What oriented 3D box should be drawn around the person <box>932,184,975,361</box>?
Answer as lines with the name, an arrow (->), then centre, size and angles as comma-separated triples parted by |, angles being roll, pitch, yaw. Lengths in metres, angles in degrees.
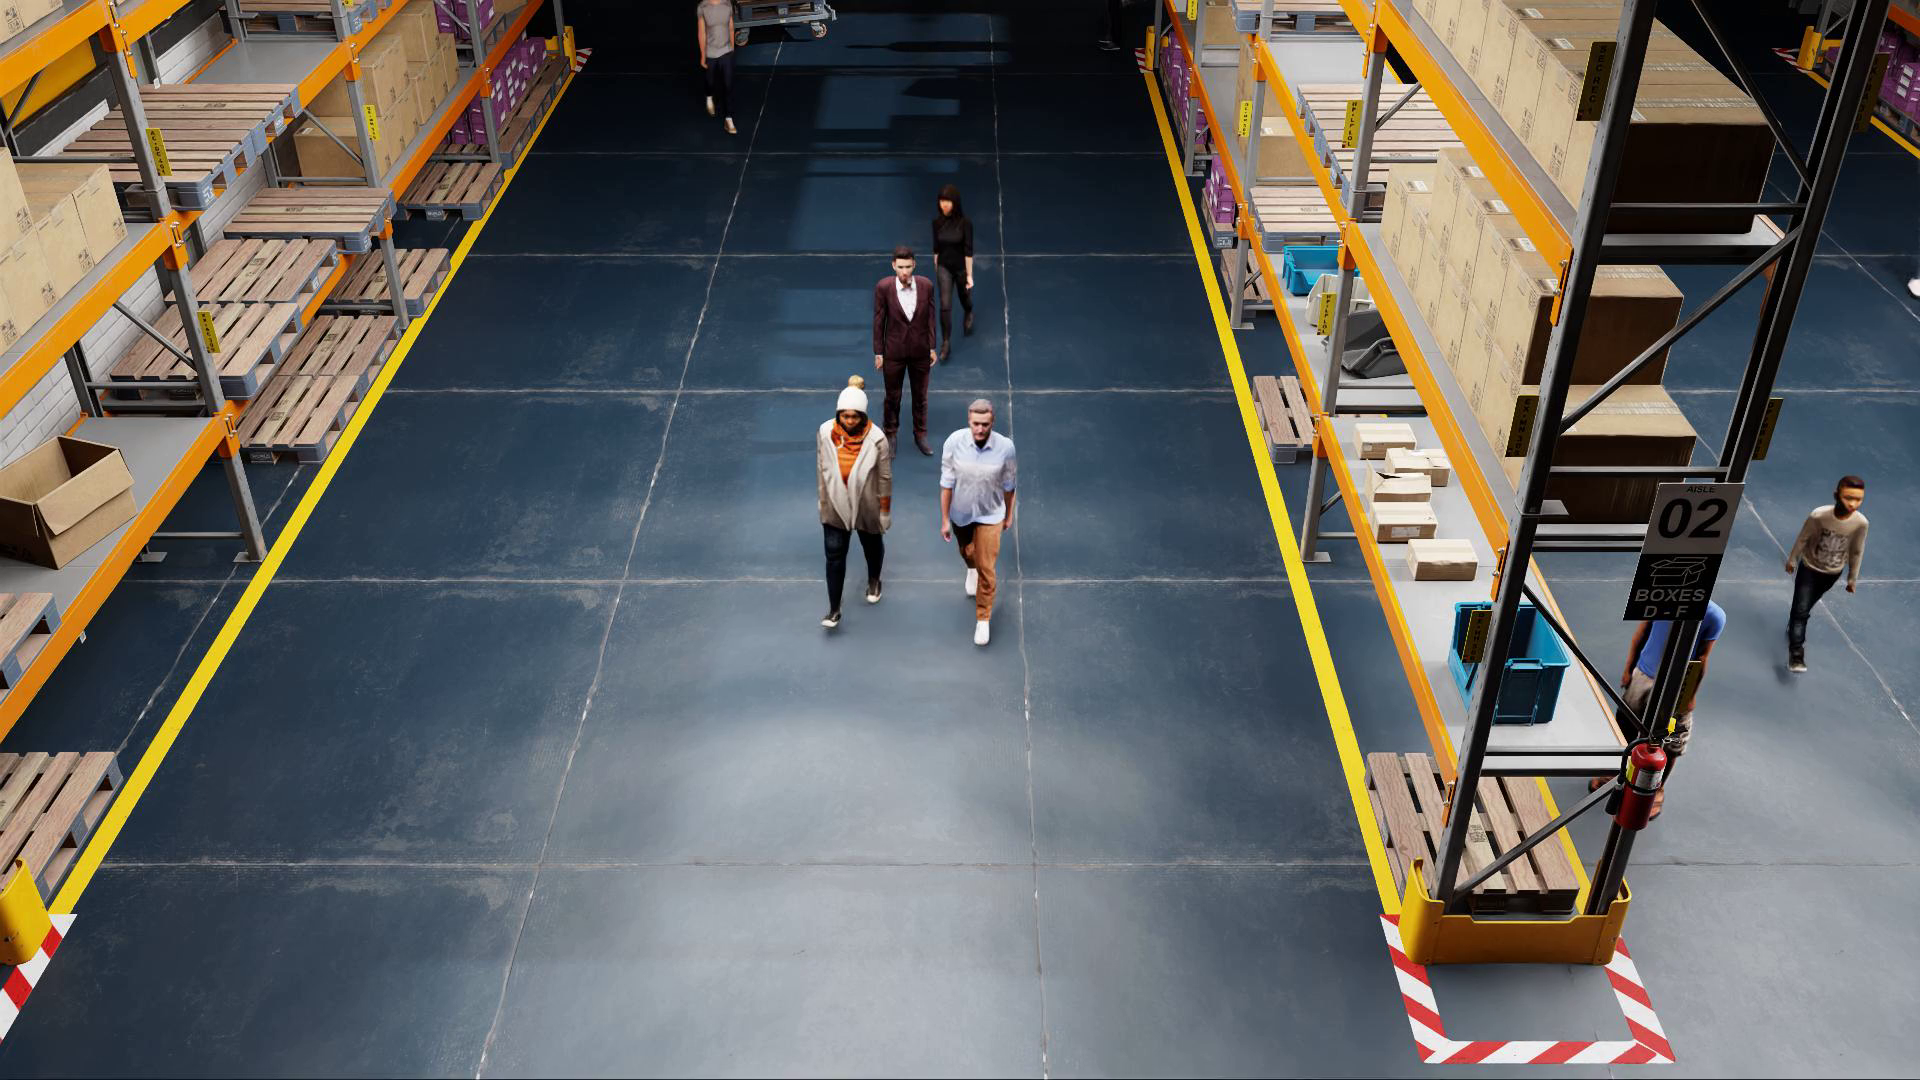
person -> -0.025, -2.527, 15.394 | 0.697, 1.608, 1.109 | 6, 34, 9

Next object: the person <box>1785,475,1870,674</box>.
person -> 5.943, 0.156, 11.518 | 0.676, 1.433, 1.003 | 6, 34, 9

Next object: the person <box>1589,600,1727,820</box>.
person -> 4.282, 0.833, 10.112 | 0.724, 1.861, 0.775 | 27, 42, 34

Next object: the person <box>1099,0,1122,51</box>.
person -> 2.155, -7.774, 23.076 | 0.713, 1.844, 0.464 | 0, 34, 1

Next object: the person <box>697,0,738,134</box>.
person -> -2.999, -5.976, 20.346 | 0.855, 1.872, 1.194 | -10, 35, -15

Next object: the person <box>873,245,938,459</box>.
person -> -0.444, -1.570, 13.725 | 0.735, 1.864, 0.655 | -7, 34, -10

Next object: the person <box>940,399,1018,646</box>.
person -> 0.116, -0.245, 11.797 | 0.817, 1.791, 1.191 | 5, 34, 8

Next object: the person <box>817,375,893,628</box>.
person -> -0.719, -0.339, 11.872 | 0.819, 1.864, 1.058 | 5, 34, 8
